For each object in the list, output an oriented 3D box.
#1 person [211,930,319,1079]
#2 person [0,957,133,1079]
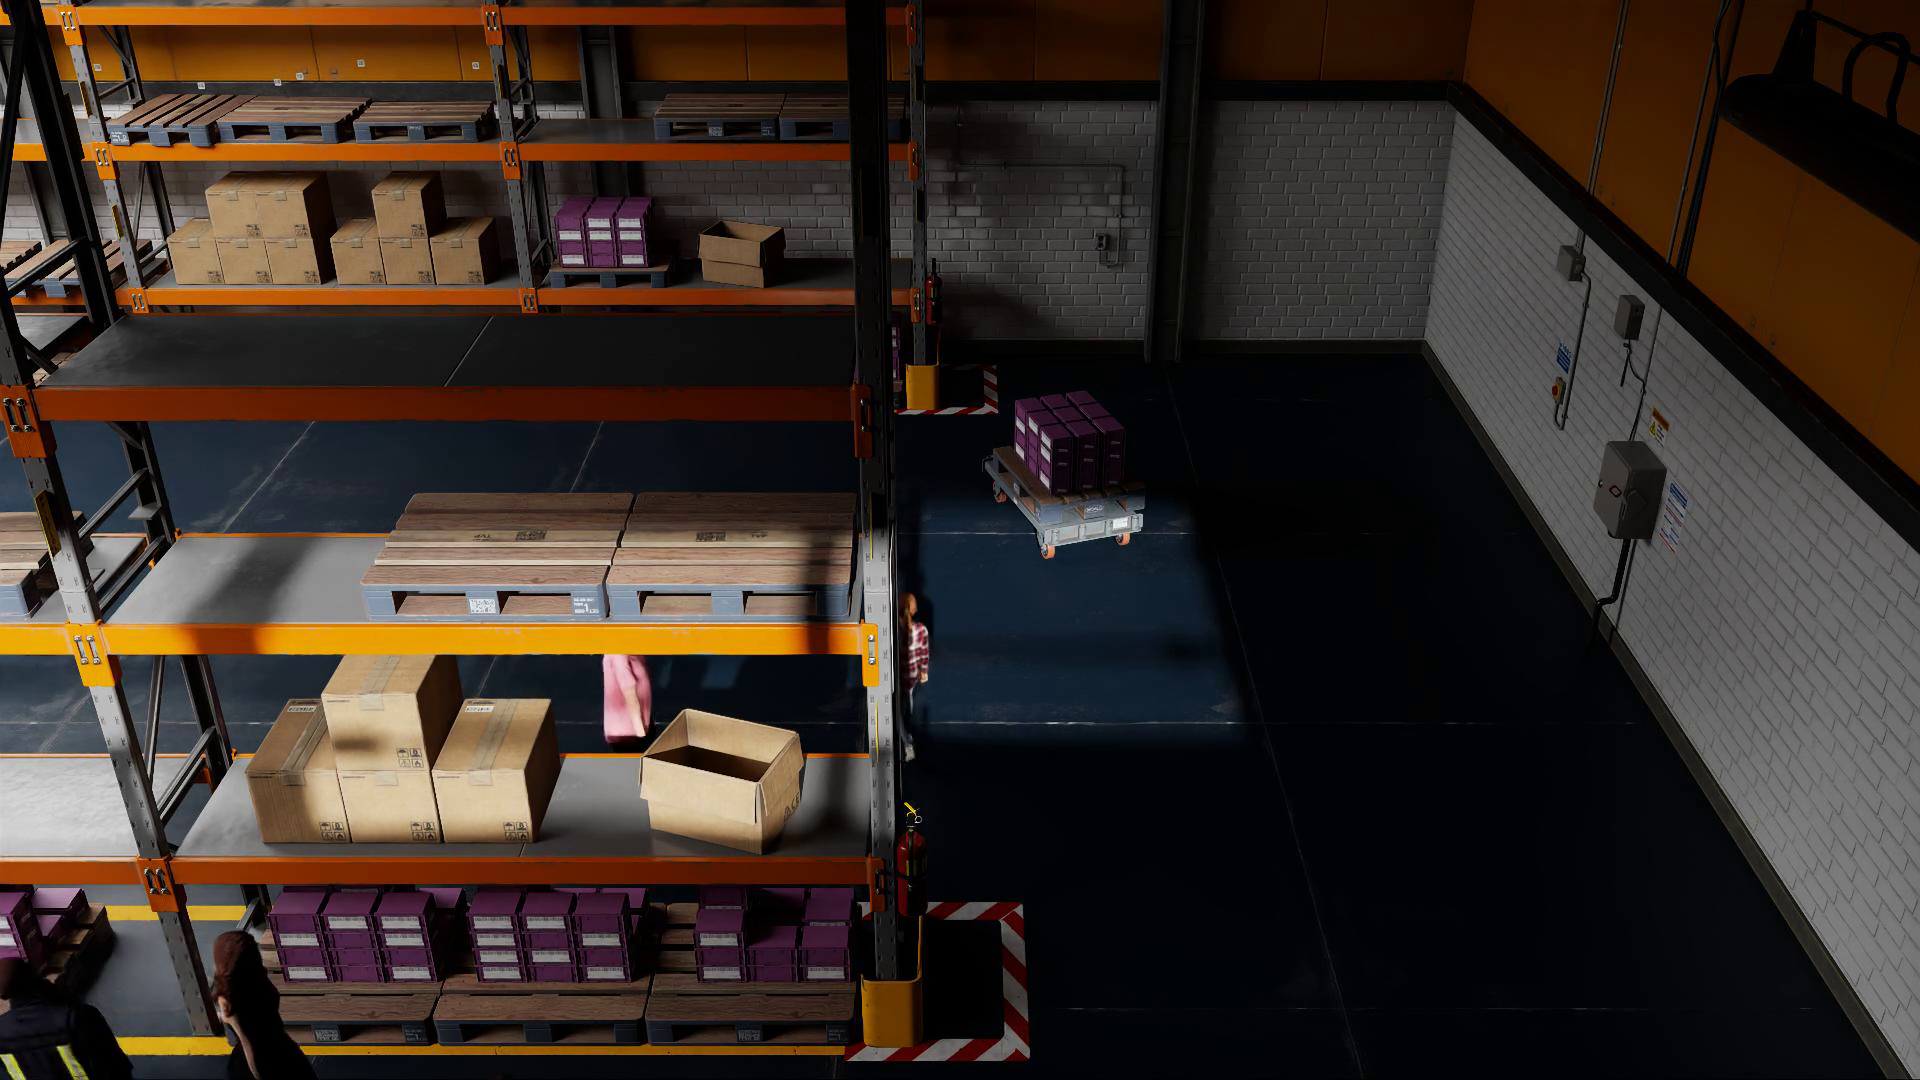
[{"bbox_3d":[-3.601,2.645,8.359,0.699,1.727,0.616,-1,29,-2],"label":"person"},{"bbox_3d":[-4.229,2.762,8.078,0.658,1.790,0.929,9,30,16],"label":"person"}]
